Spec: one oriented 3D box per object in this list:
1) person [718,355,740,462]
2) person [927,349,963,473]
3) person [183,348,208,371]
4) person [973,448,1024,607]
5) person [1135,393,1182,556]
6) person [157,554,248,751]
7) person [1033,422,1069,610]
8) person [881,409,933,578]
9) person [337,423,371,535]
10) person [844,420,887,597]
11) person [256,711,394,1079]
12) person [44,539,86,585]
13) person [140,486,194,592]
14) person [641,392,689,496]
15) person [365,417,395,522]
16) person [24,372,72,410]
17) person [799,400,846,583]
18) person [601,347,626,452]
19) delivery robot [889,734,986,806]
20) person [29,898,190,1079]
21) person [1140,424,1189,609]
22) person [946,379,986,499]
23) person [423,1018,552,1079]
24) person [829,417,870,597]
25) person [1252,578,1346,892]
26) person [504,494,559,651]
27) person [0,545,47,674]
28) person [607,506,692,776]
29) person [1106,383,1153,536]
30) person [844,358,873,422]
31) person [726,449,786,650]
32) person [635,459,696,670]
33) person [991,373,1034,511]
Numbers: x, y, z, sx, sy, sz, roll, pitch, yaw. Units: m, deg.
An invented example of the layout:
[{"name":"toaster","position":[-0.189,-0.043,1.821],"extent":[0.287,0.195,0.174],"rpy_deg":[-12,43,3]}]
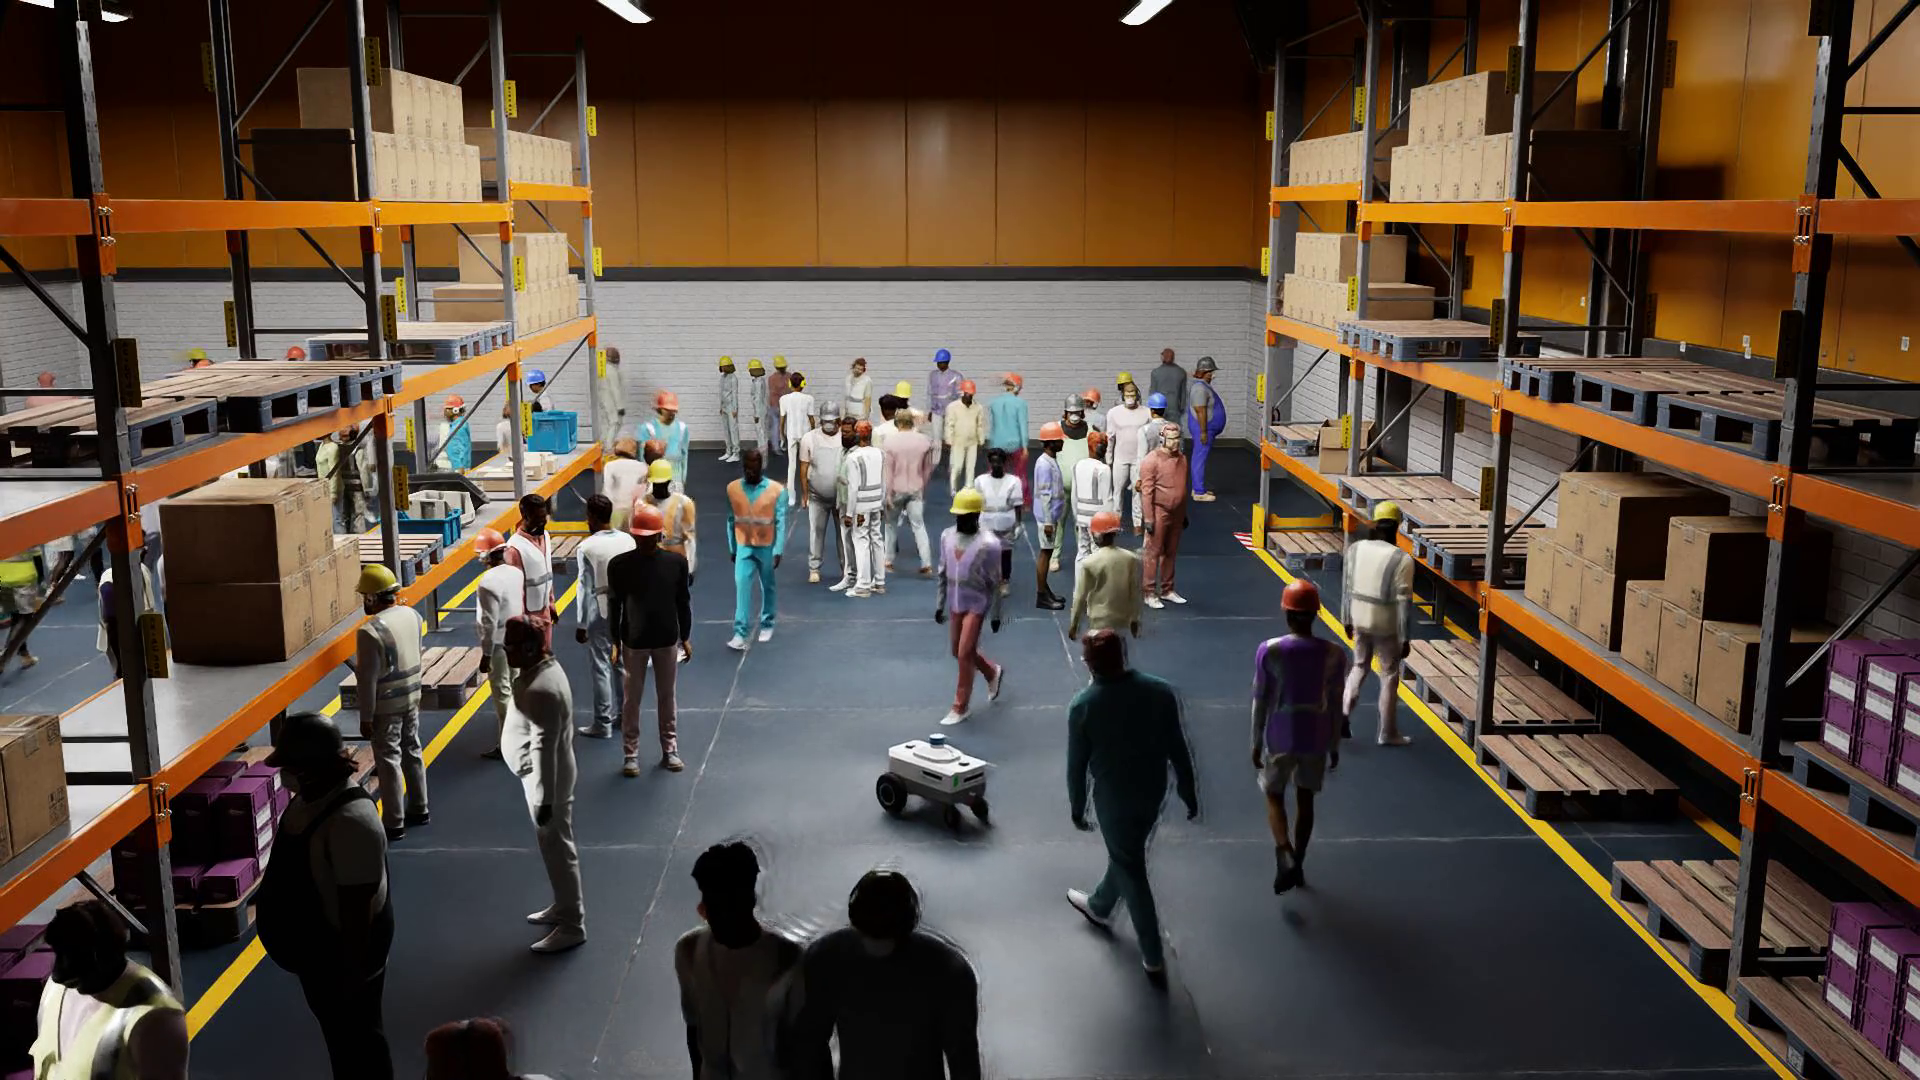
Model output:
[{"name":"person","position":[-3.795,-2.148,27.180],"extent":[0.324,1.737,0.485],"rpy_deg":[-8,14,-35]},{"name":"person","position":[-0.239,-2.010,25.952],"extent":[0.605,1.944,0.403],"rpy_deg":[5,12,24]},{"name":"person","position":[-12.133,-2.110,26.523],"extent":[0.480,1.911,0.598],"rpy_deg":[3,12,15]},{"name":"person","position":[0.393,-0.148,17.370],"extent":[0.538,1.648,0.883],"rpy_deg":[1,11,5]},{"name":"person","position":[2.337,-0.765,19.701],"extent":[0.605,1.948,0.390],"rpy_deg":[-6,13,-29]},{"name":"person","position":[-5.658,0.673,12.461],"extent":[0.379,1.959,0.603],"rpy_deg":[6,13,29]},{"name":"person","position":[0.941,-0.255,17.171],"extent":[0.357,1.937,0.550],"rpy_deg":[1,11,7]},{"name":"person","position":[-0.572,-0.507,18.642],"extent":[0.620,1.900,0.882],"rpy_deg":[-5,12,-22]},{"name":"person","position":[-7.133,-0.577,19.535],"extent":[0.520,1.640,0.307],"rpy_deg":[6,13,28]},{"name":"person","position":[-1.005,-0.334,17.701],"extent":[0.337,1.882,0.583],"rpy_deg":[9,14,38]},{"name":"person","position":[-2.721,1.697,7.121],"extent":[0.536,2.000,0.684],"rpy_deg":[-9,14,-39]},{"name":"person","position":[-9.895,-0.378,18.274],"extent":[0.296,1.744,0.484],"rpy_deg":[0,11,1]},{"name":"person","position":[-7.886,-0.145,16.357],"extent":[0.702,2.000,0.707],"rpy_deg":[-5,13,-26]},{"name":"person","position":[-3.479,-0.768,19.660],"extent":[0.617,1.989,1.096],"rpy_deg":[-5,12,-25]},{"name":"person","position":[-7.609,-1.046,21.726],"extent":[0.555,1.702,0.541],"rpy_deg":[3,12,13]},{"name":"person","position":[-12.645,-1.409,23.200],"extent":[0.663,1.864,0.999],"rpy_deg":[-9,15,-39]},{"name":"person","position":[-1.413,-0.533,18.306],"extent":[0.689,2.000,0.537],"rpy_deg":[-2,11,-10]},{"name":"person","position":[-5.704,-2.252,27.396],"extent":[0.429,1.869,0.749],"rpy_deg":[-4,12,-18]},{"name":"delivery robot","position":[-0.155,1.561,11.308],"extent":[0.707,0.478,0.477],"rpy_deg":[11,16,44]},{"name":"person","position":[-2.889,2.090,5.670],"extent":[0.629,1.841,0.429],"rpy_deg":[6,13,28]},{"name":"person","position":[2.149,-0.254,17.241],"extent":[0.636,1.911,0.404],"rpy_deg":[-10,15,-41]},{"name":"person","position":[0.086,-1.387,23.323],"extent":[0.589,1.739,0.399],"rpy_deg":[-5,12,-22]},{"name":"person","position":[-1.261,2.252,4.813],"extent":[0.678,1.867,0.664],"rpy_deg":[2,11,10]},{"name":"person","position":[-1.143,-0.366,17.772],"extent":[0.391,1.920,0.590],"rpy_deg":[-7,13,-33]},{"name":"person","position":[2.026,1.196,9.943],"extent":[0.550,1.919,0.644],"rpy_deg":[0,11,1]},{"name":"person","position":[-3.376,0.570,13.125],"extent":[0.409,1.907,0.597],"rpy_deg":[2,11,10]},{"name":"person","position":[-8.387,0.386,14.653],"extent":[0.558,1.664,0.703],"rpy_deg":[0,11,0]},{"name":"person","position":[-2.251,0.724,12.124],"extent":[0.612,1.991,0.392],"rpy_deg":[-4,12,-19]},{"name":"person","position":[2.138,-1.008,20.943],"extent":[0.635,1.937,0.354],"rpy_deg":[1,11,4]},{"name":"person","position":[-1.604,-1.948,26.008],"extent":[0.387,1.811,0.701],"rpy_deg":[-10,15,-41]},{"name":"person","position":[-1.930,0.090,15.577],"extent":[0.594,1.879,0.877],"rpy_deg":[1,11,7]},{"name":"person","position":[-2.656,0.230,14.846],"extent":[0.594,1.888,0.875],"rpy_deg":[2,11,10]},{"name":"person","position":[0.699,-1.276,22.340],"extent":[0.660,1.912,1.063],"rpy_deg":[8,14,34]}]
